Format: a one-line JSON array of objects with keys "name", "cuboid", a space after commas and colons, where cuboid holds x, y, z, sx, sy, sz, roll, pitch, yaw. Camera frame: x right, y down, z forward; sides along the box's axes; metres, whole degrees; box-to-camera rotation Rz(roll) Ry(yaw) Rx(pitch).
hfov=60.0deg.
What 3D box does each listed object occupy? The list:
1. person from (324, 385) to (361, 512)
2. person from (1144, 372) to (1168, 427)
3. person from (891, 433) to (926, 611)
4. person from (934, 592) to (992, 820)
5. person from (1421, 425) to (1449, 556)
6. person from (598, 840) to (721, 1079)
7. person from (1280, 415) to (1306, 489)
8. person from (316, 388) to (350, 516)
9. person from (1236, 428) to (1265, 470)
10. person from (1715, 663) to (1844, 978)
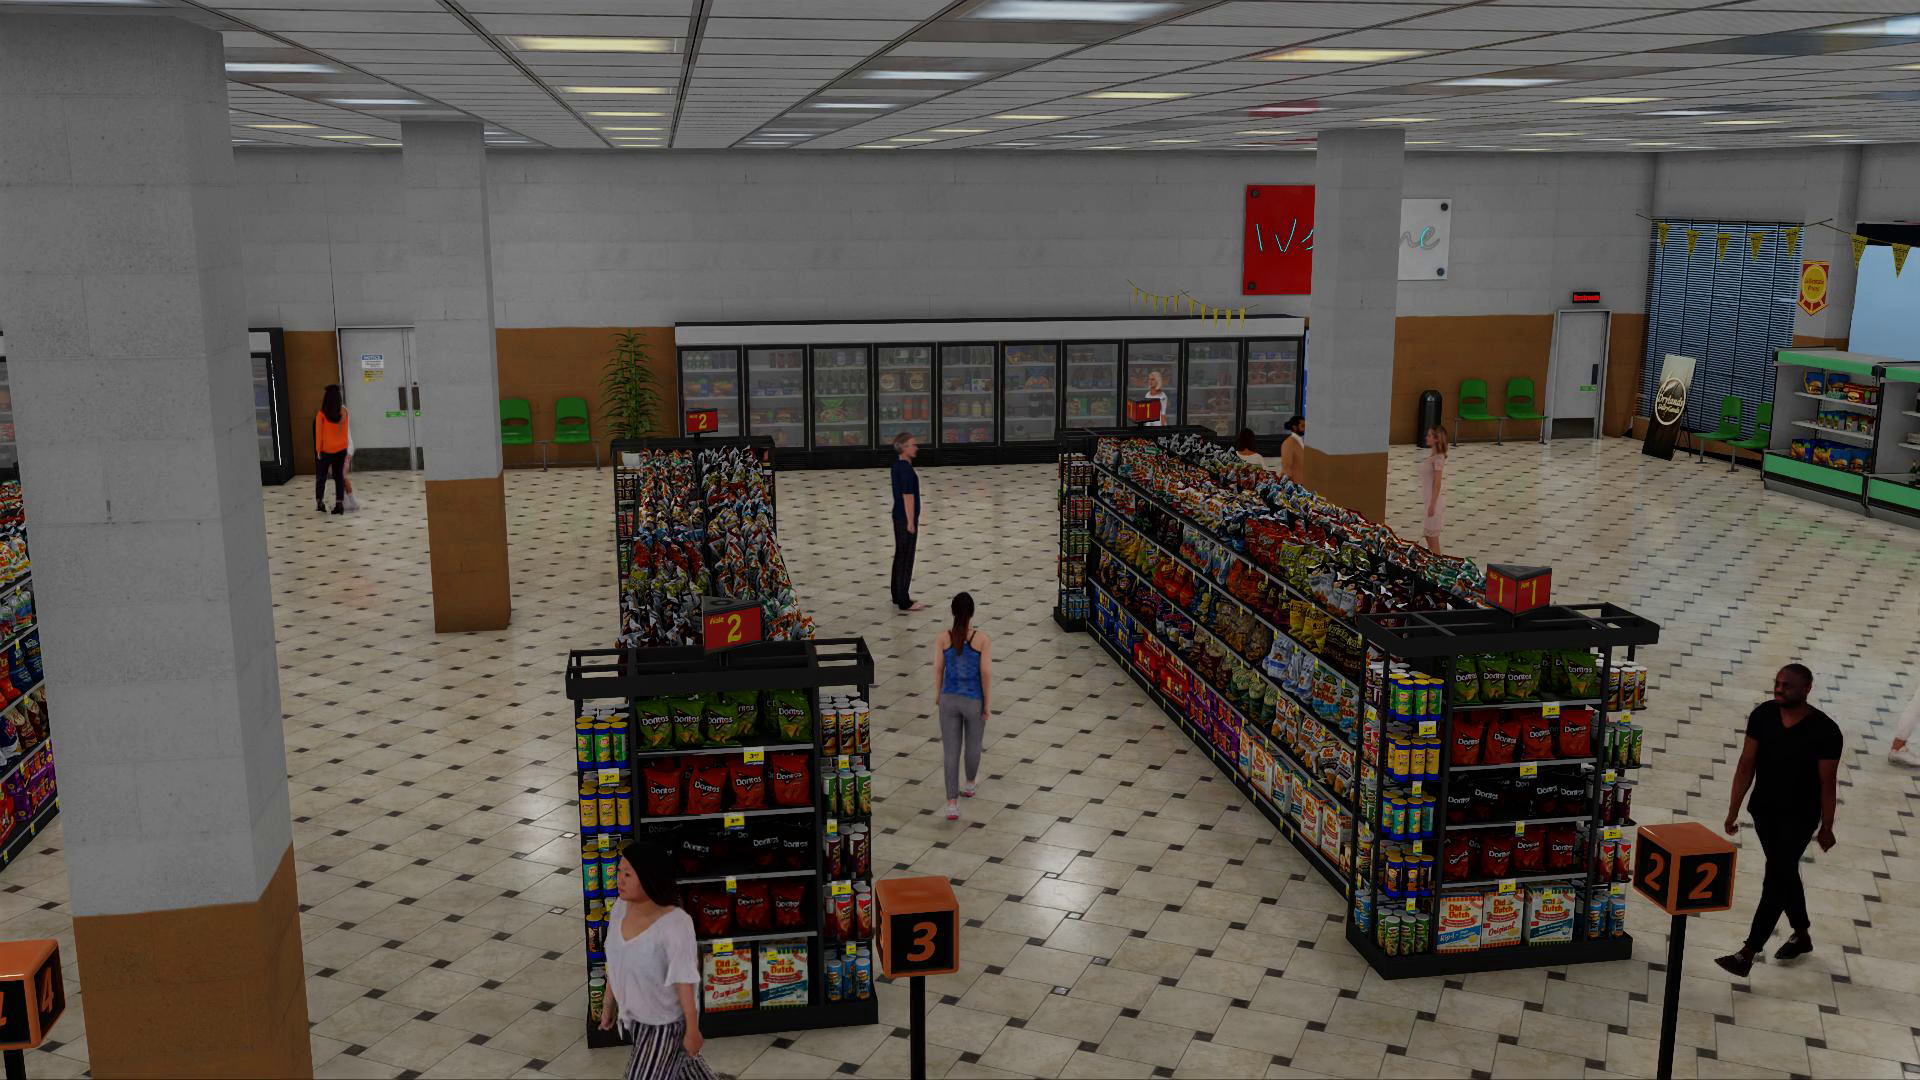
[{"name": "person", "cuboid": [-8.448, -1.248, 22.841, 0.848, 1.750, 0.756, -7, 14, -29]}, {"name": "person", "cuboid": [2.902, -1.633, 24.678, 0.707, 1.748, 0.615, -11, 16, -42]}, {"name": "person", "cuboid": [-0.581, -0.209, 17.614, 0.721, 1.870, 0.473, -2, 12, -11]}, {"name": "person", "cuboid": [0.005, 1.193, 11.687, 0.766, 1.569, 1.118, 1, 12, 5]}, {"name": "person", "cuboid": [5.270, -0.370, 18.479, 0.686, 1.831, 0.539, 2, 12, 9]}, {"name": "person", "cuboid": [-1.253, 2.091, 7.273, 1.105, 1.631, 1.195, -10, 15, -39]}, {"name": "person", "cuboid": [3.970, -0.623, 19.870, 0.801, 1.752, 0.733, 8, 14, 32]}, {"name": "person", "cuboid": [-8.466, -1.189, 22.635, 0.871, 1.720, 0.820, 8, 14, 34]}, {"name": "person", "cuboid": [3.285, -0.468, 19.312, 0.699, 1.678, 0.710, 4, 13, 20]}, {"name": "person", "cuboid": [4.719, 1.569, 9.409, 0.979, 1.774, 1.183, -6, 14, -28]}]
